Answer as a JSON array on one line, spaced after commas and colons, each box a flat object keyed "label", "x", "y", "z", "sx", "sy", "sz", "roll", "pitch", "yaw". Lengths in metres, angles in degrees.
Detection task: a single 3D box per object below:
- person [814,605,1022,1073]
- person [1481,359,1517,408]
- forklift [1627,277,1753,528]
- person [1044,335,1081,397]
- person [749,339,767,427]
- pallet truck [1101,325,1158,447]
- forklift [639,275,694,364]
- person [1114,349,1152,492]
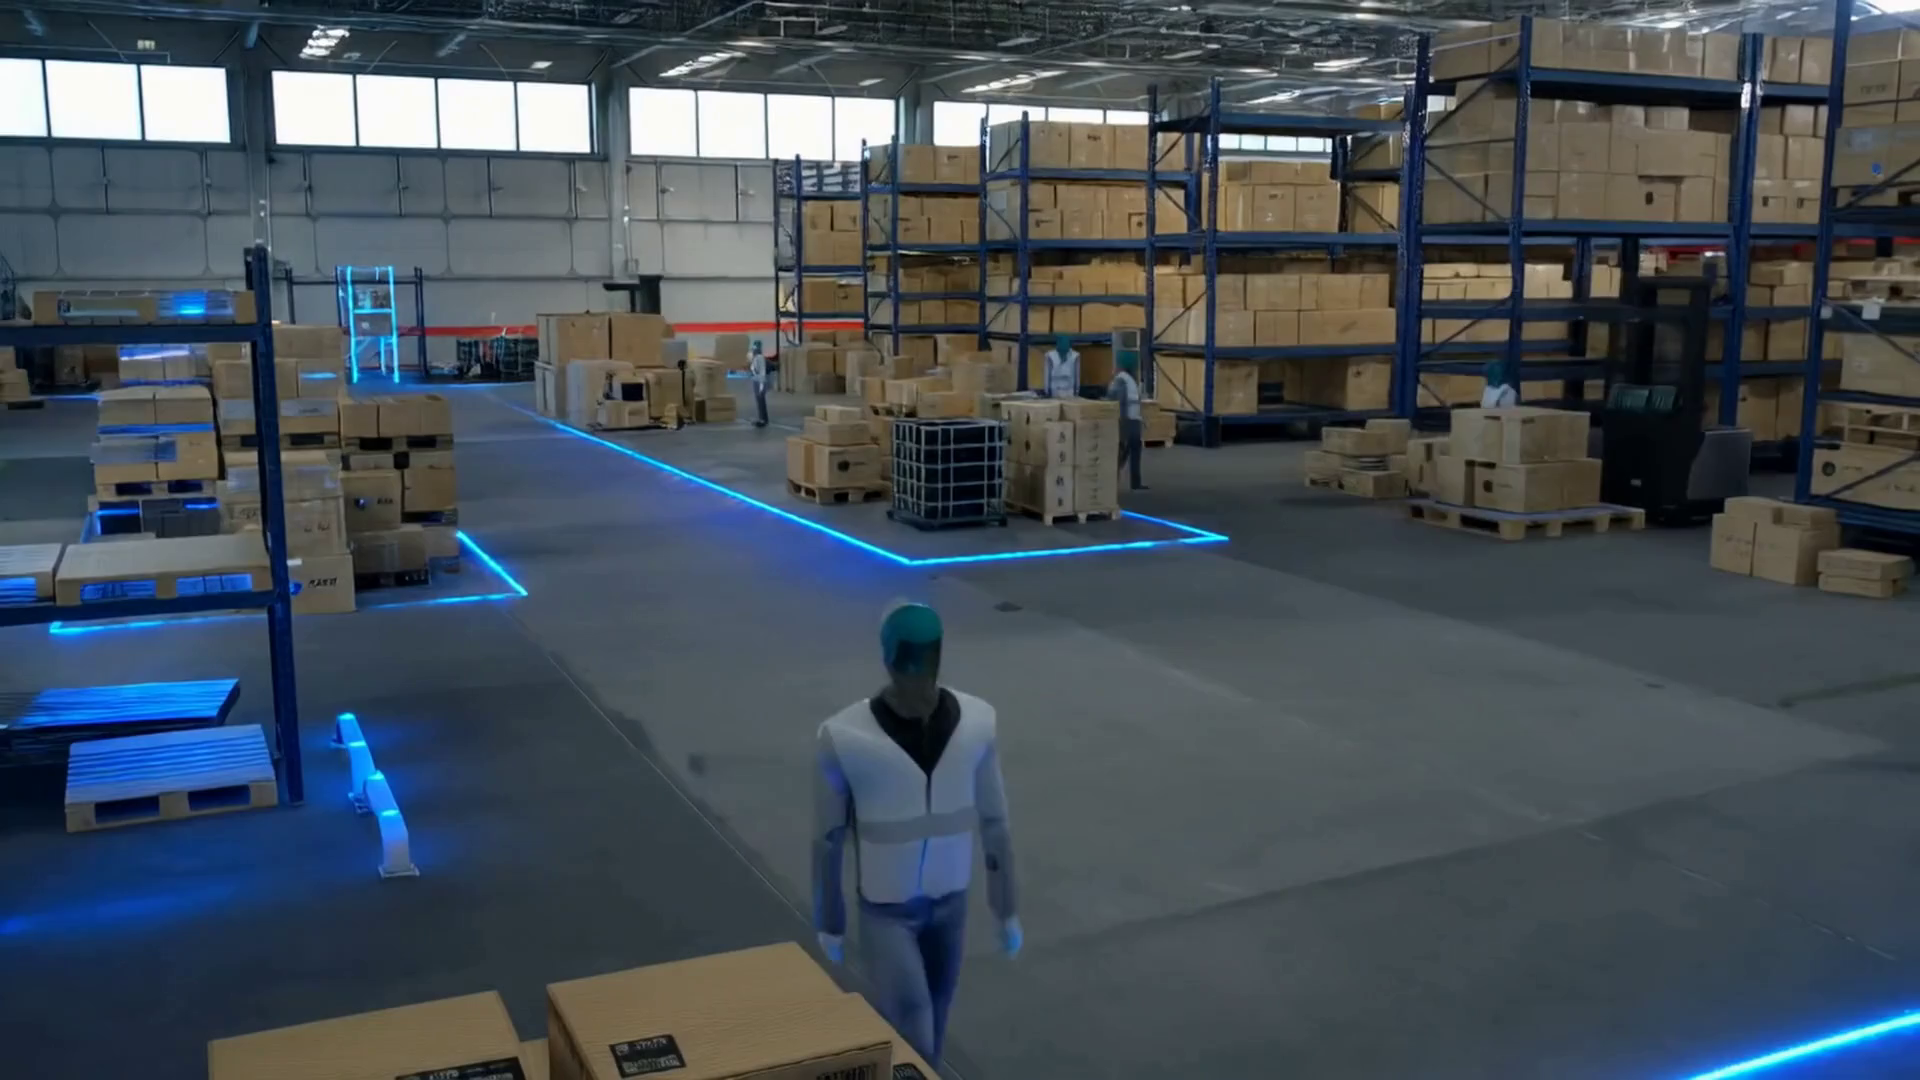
[{"label": "person", "x": -0.120, "y": 1.134, "z": 5.129, "sx": 0.595, "sy": 1.896, "sz": 0.585, "roll": -5, "pitch": 10, "yaw": -27}, {"label": "person", "x": 6.440, "y": -1.225, "z": 19.822, "sx": 0.494, "sy": 1.868, "sz": 0.610, "roll": -3, "pitch": 10, "yaw": -18}, {"label": "forklift", "x": 8.134, "y": -1.626, "z": 19.173, "sx": 1.873, "sy": 2.768, "sz": 1.129, "roll": -4, "pitch": 10, "yaw": -25}, {"label": "person", "x": 1.751, "y": -2.607, "z": 28.514, "sx": 0.634, "sy": 1.828, "sz": 0.456, "roll": 0, "pitch": 9, "yaw": 2}, {"label": "person", "x": -3.775, "y": -2.923, "z": 31.059, "sx": 0.314, "sy": 1.639, "sz": 0.517, "roll": -4, "pitch": 10, "yaw": -25}, {"label": "pallet truck", "x": 2.881, "y": -2.596, "z": 27.923, "sx": 0.823, "sy": 1.965, "sz": 1.885, "roll": -1, "pitch": 9, "yaw": -7}, {"label": "forklift", "x": -7.584, "y": -5.140, "z": 40.974, "sx": 1.873, "sy": 2.768, "sz": 1.129, "roll": -4, "pitch": 10, "yaw": -25}, {"label": "person", "x": 2.188, "y": -1.570, "z": 21.920, "sx": 0.707, "sy": 1.889, "sz": 0.616, "roll": 5, "pitch": 10, "yaw": 27}]
